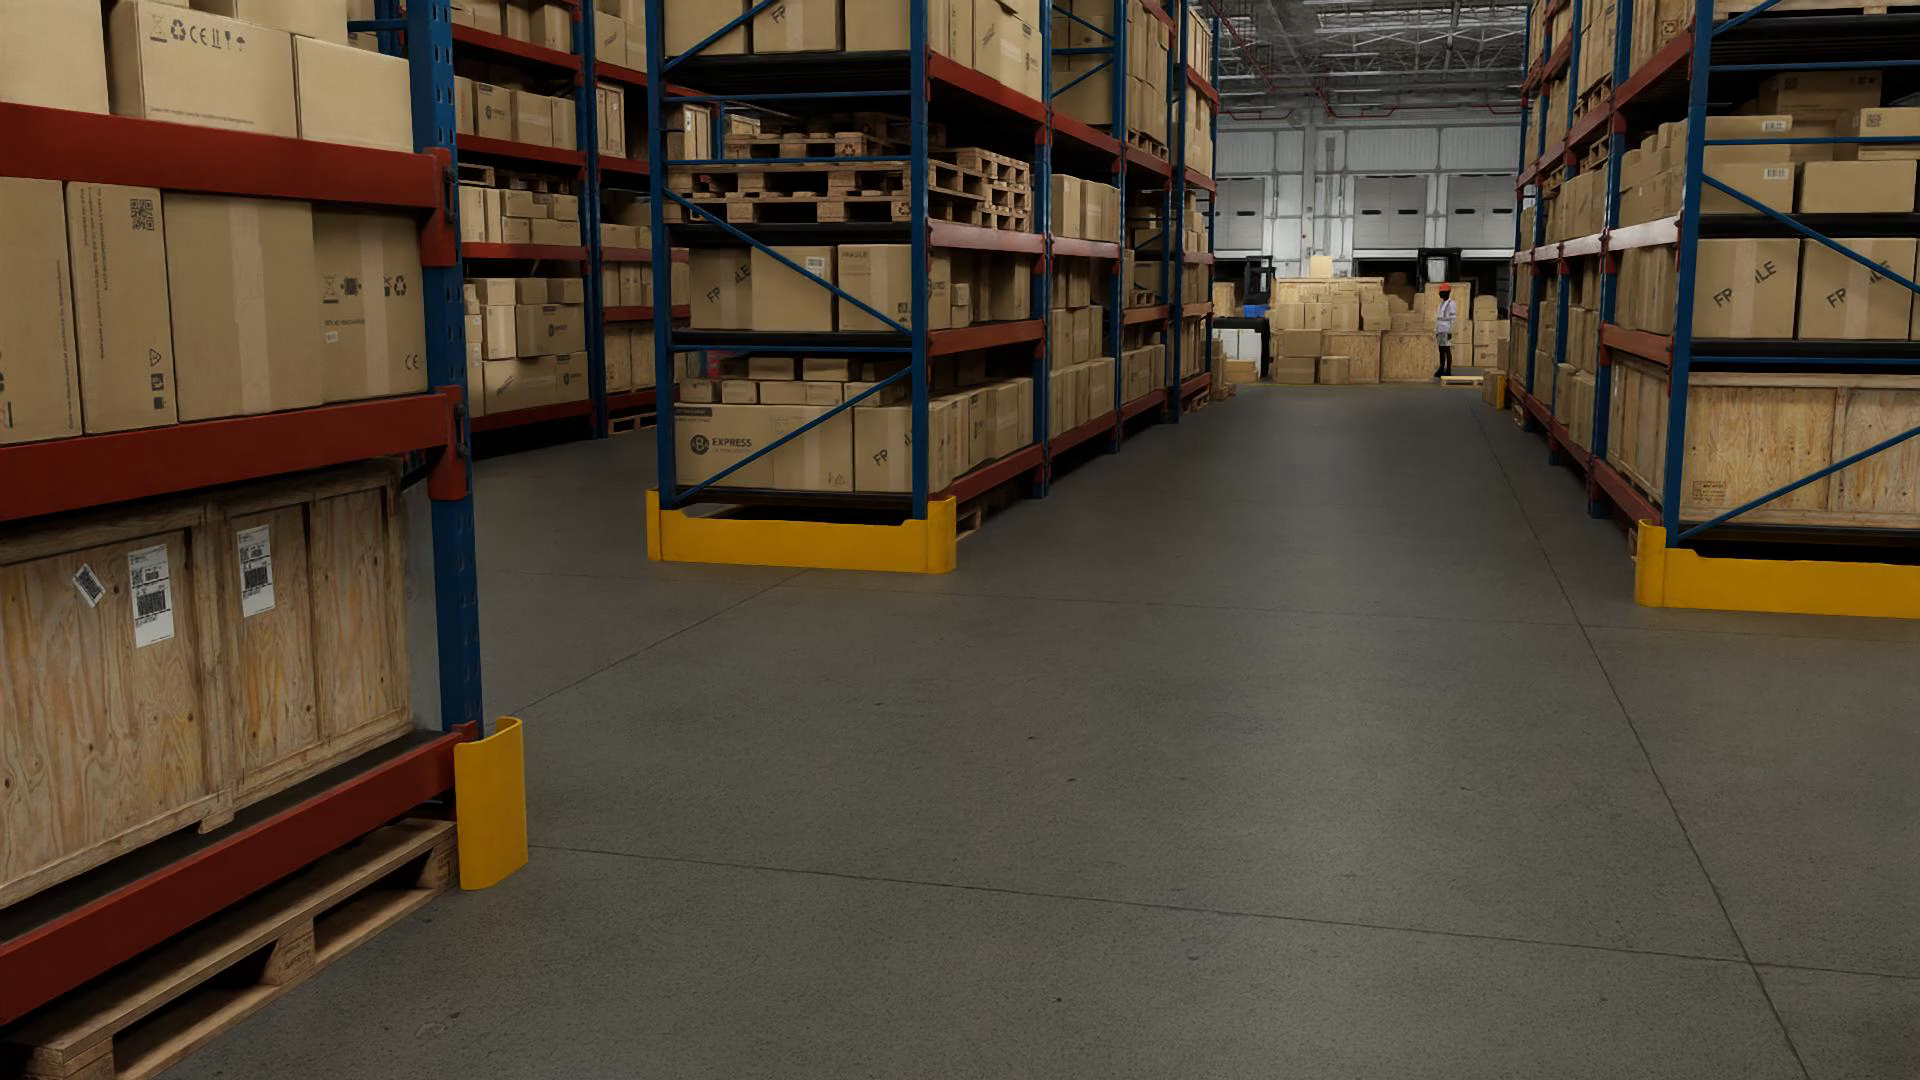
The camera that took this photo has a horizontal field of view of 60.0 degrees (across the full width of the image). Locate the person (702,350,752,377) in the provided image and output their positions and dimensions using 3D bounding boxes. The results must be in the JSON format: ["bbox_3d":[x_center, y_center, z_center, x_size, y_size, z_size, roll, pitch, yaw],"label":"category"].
[{"bbox_3d":[-2.593,-1.838,18.789,0.660,1.823,0.597,3,9,17],"label":"person"}]

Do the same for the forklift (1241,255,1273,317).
[{"bbox_3d":[10.551,-8.662,58.805,1.129,2.768,1.873,2,9,15],"label":"forklift"}]

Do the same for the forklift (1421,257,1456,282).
[{"bbox_3d":[12.635,-6.339,44.048,1.129,2.768,1.873,2,9,15],"label":"forklift"}]

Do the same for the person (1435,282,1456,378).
[{"bbox_3d":[9.864,-4.276,33.926,0.364,1.935,0.553,-2,9,-13],"label":"person"}]

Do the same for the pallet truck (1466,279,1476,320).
[{"bbox_3d":[18.896,-8.459,60.307,1.885,1.965,0.823,5,10,31],"label":"pallet truck"}]
